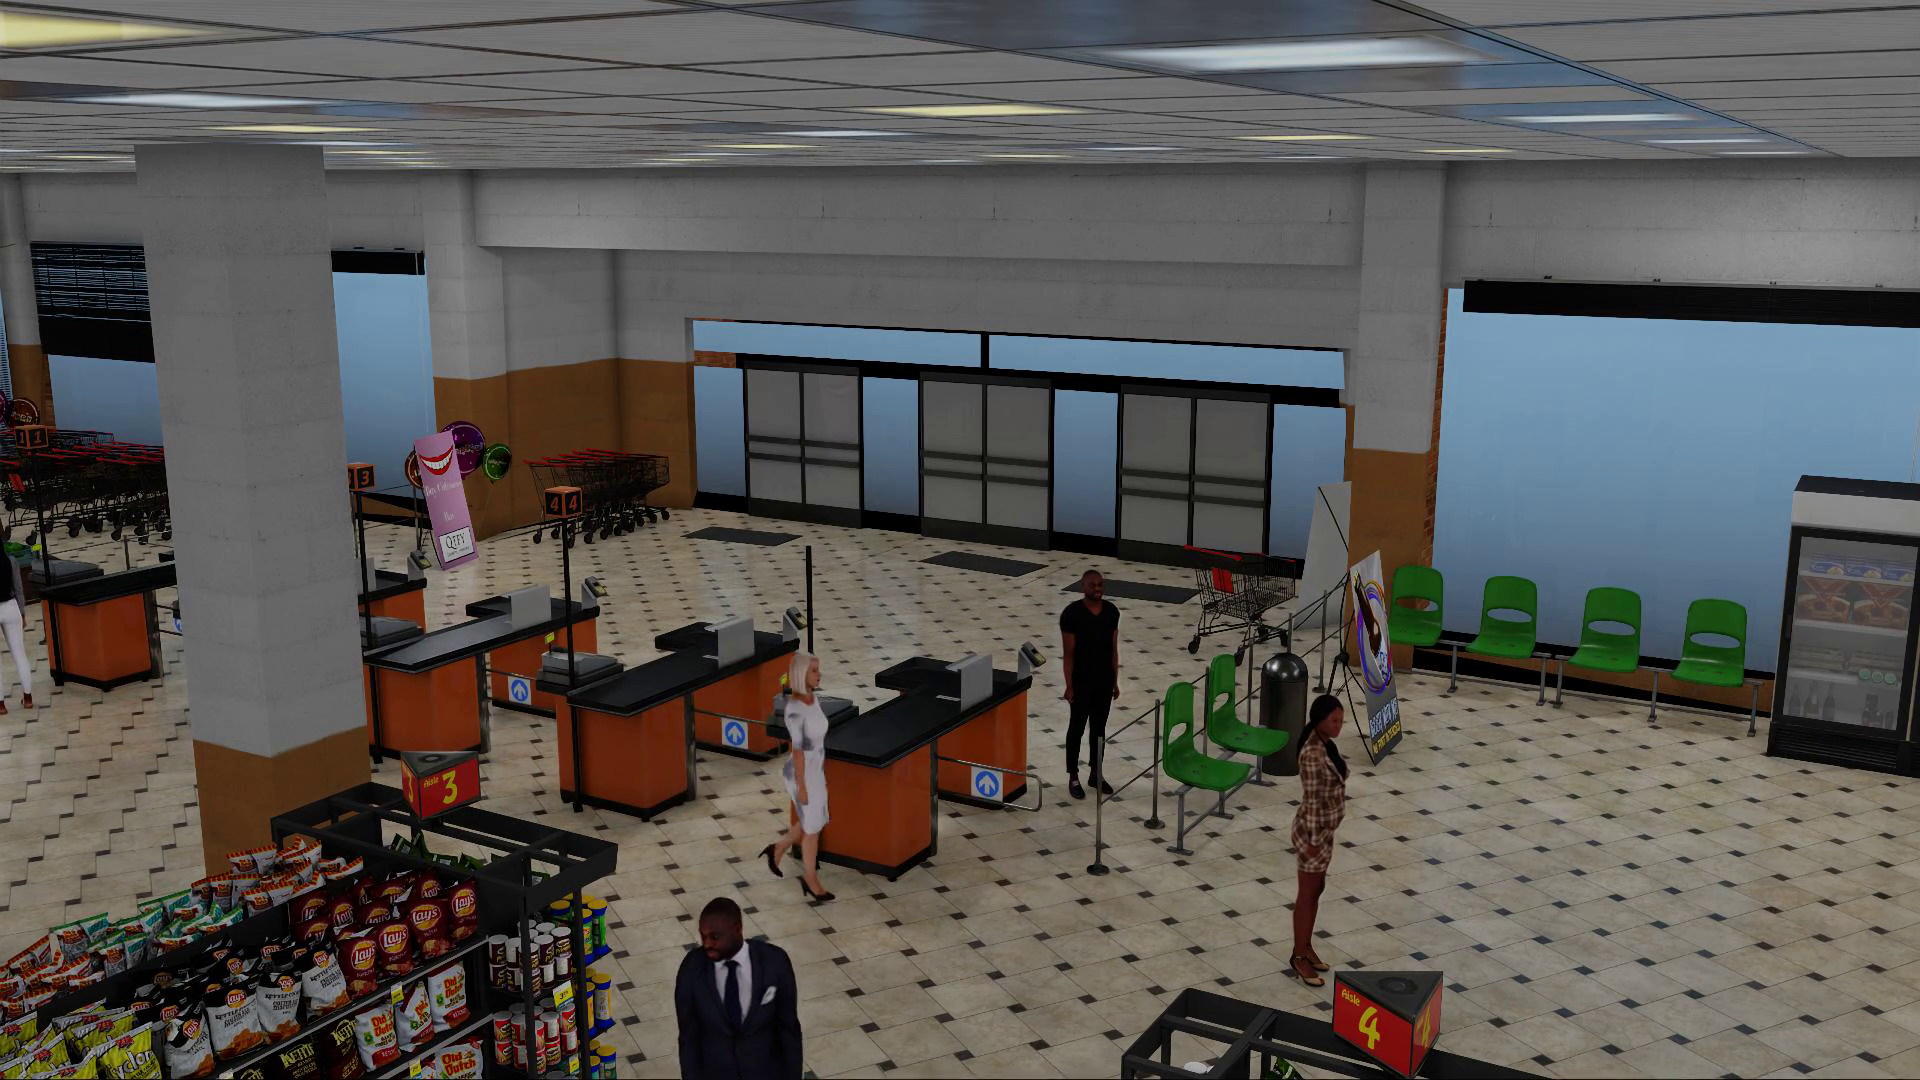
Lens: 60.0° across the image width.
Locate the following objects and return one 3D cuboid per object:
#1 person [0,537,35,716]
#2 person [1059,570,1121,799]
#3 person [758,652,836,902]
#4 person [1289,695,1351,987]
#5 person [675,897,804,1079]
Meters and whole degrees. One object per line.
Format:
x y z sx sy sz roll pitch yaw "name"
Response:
-8.816 0.735 15.274 0.699 1.724 0.533 11 16 42 "person"
1.030 1.121 13.209 0.710 1.820 0.812 -5 13 -24 "person"
-1.104 1.590 11.192 0.774 1.734 0.787 3 12 12 "person"
2.147 1.796 10.072 0.641 1.793 0.486 6 13 26 "person"
-0.962 2.378 7.294 0.817 1.798 0.828 -1 12 -6 "person"
